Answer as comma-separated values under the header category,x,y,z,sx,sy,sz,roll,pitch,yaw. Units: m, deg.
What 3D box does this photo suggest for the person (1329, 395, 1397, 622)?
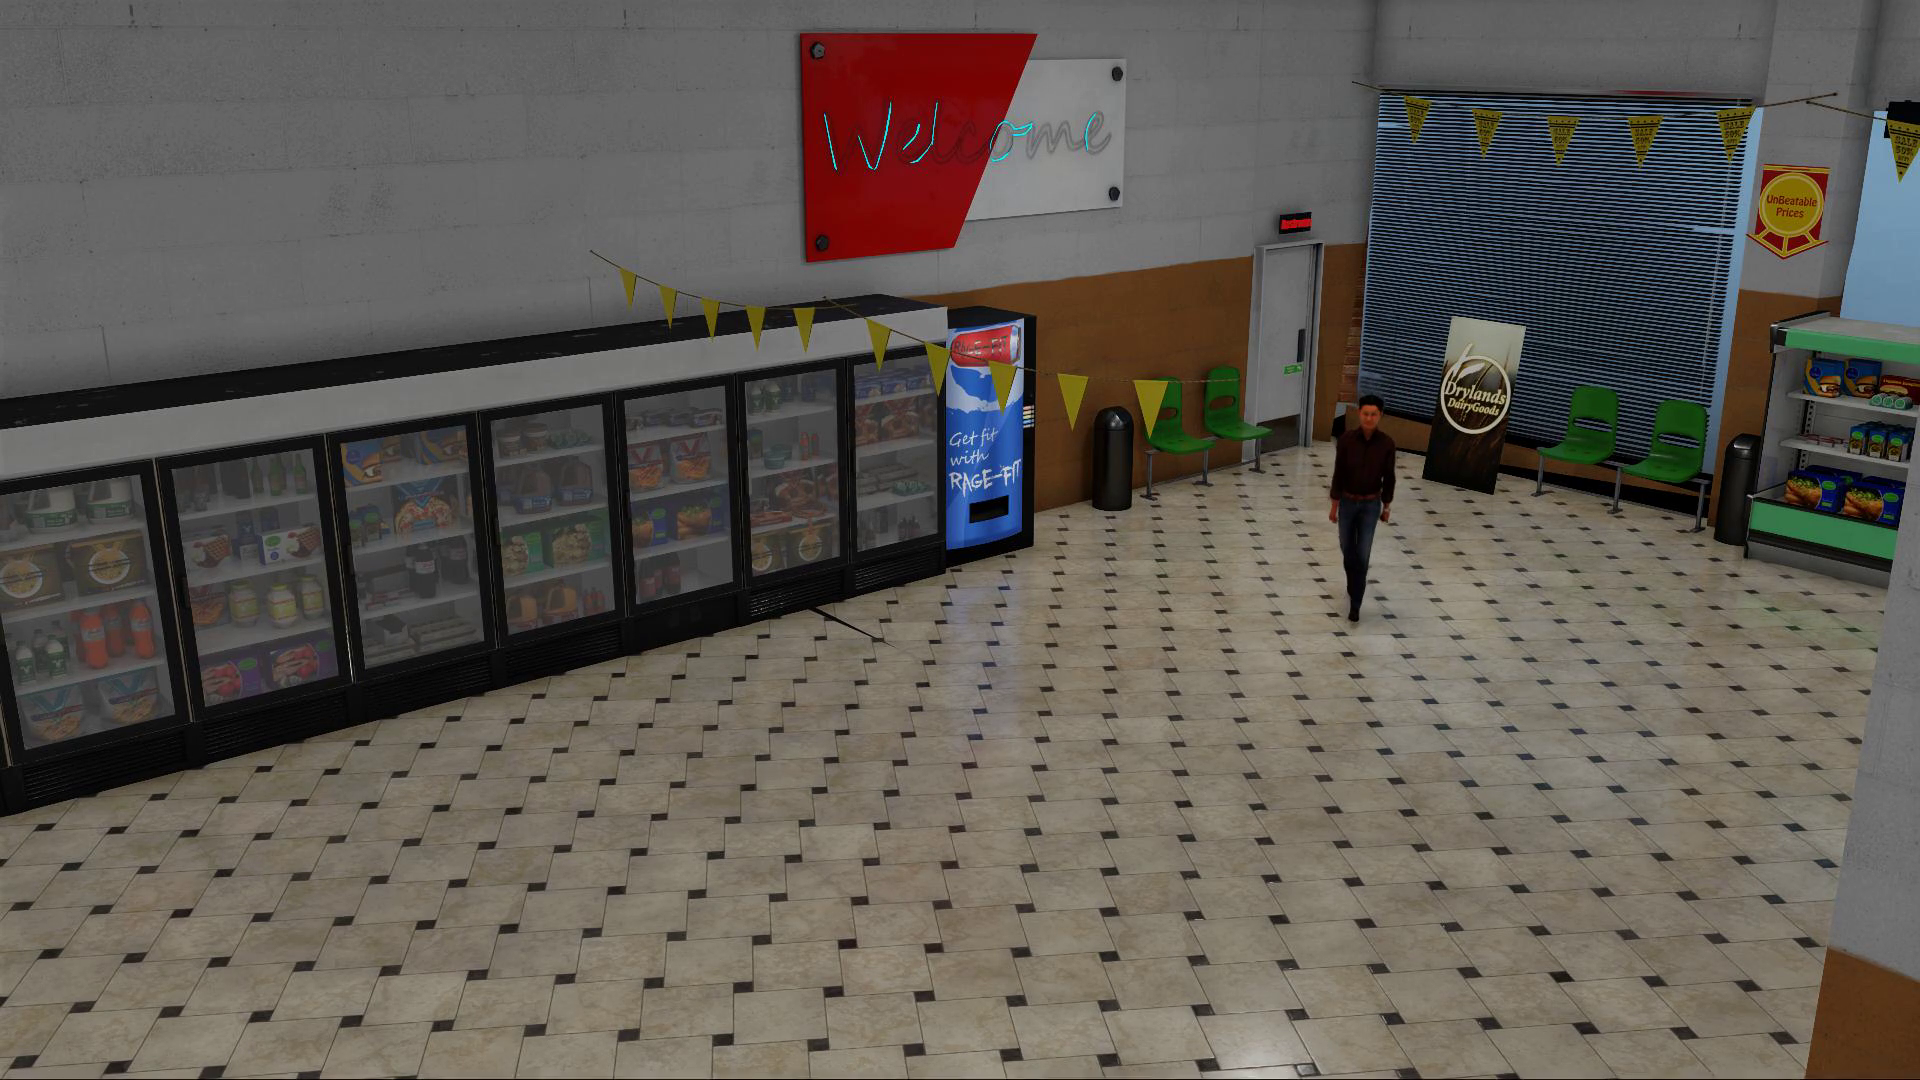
category,x,y,z,sx,sy,sz,roll,pitch,yaw
person,3.149,-0.286,13.145,1.168,1.748,1.105,5,18,17
